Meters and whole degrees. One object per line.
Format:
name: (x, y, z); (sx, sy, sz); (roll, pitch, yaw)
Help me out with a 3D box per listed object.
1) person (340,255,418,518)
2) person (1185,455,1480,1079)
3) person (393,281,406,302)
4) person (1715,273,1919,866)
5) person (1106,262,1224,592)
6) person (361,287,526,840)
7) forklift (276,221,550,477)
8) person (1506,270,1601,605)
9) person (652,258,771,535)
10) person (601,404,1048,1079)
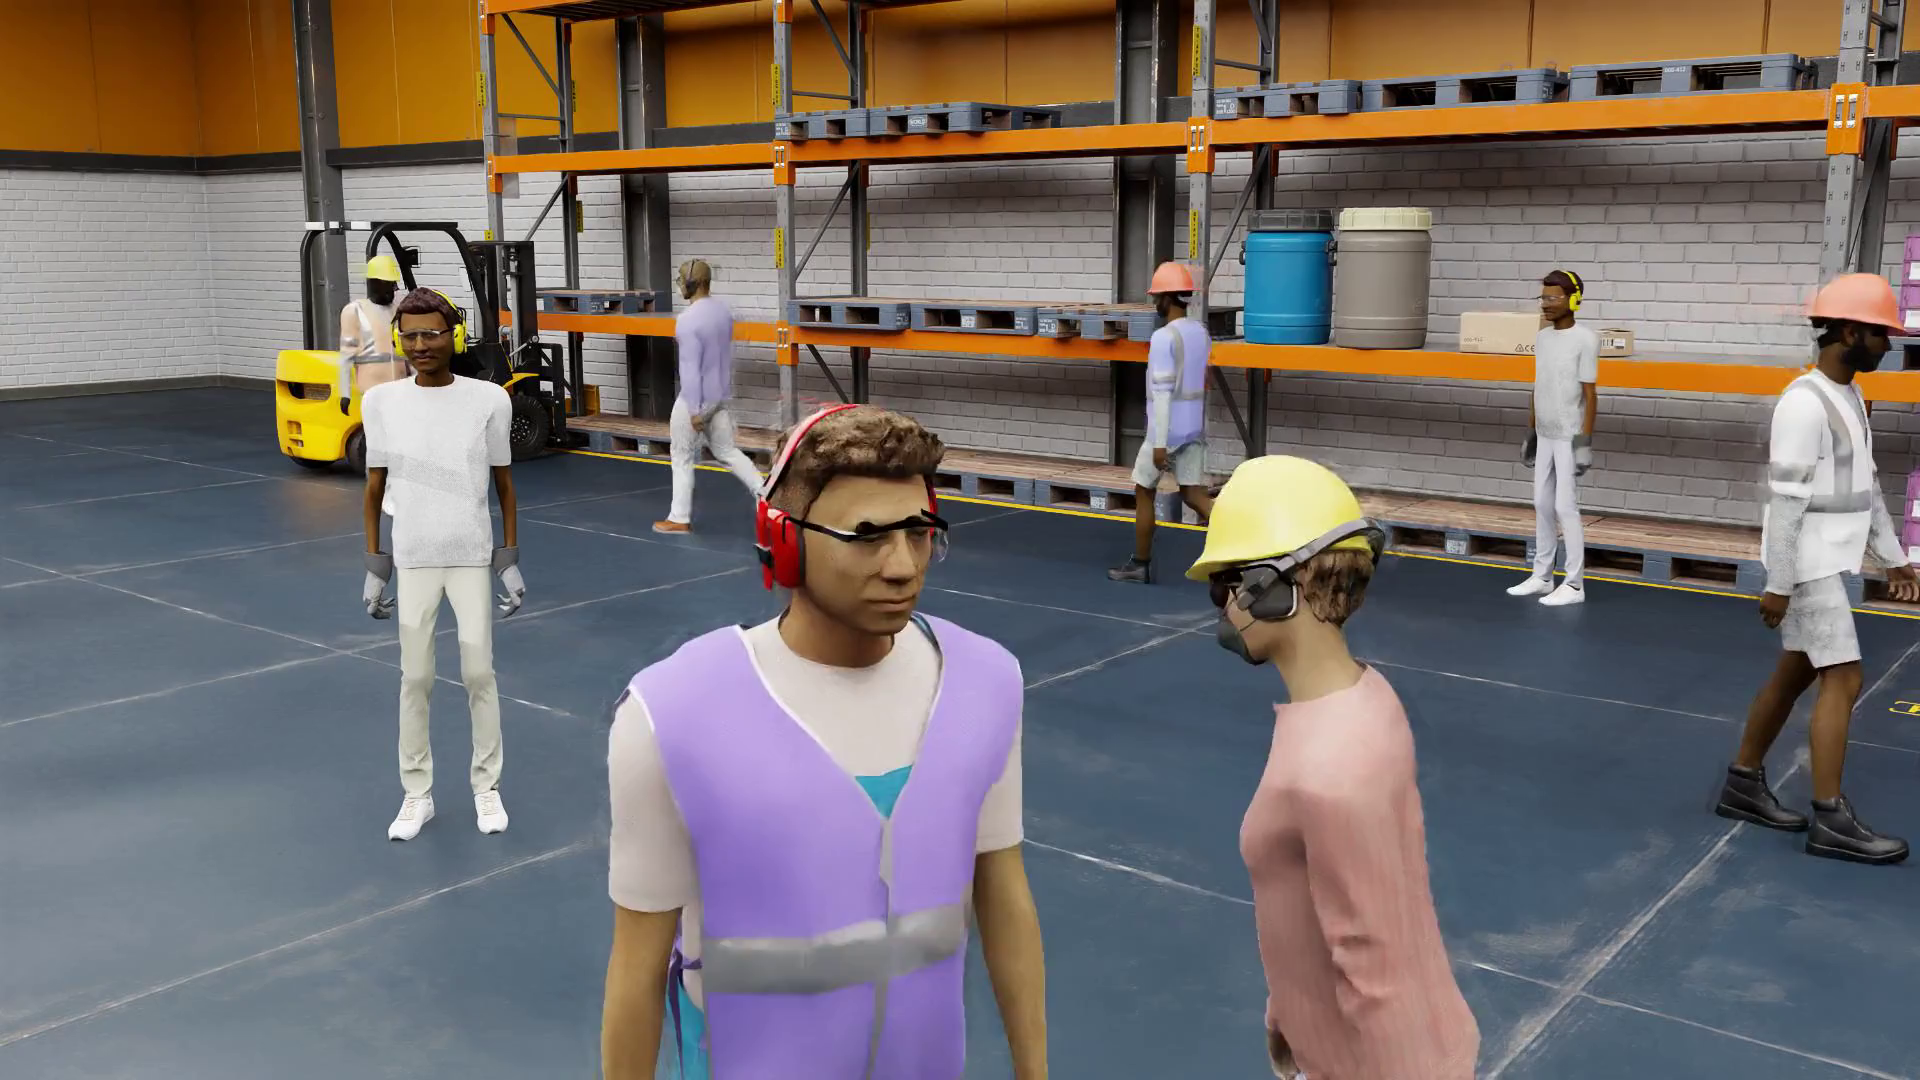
person: (-4.162, -1.117, 12.183); (0.695, 1.903, 0.624); (7, 12, 35)
person: (0.535, 0.750, 2.347); (0.758, 1.722, 0.541); (4, 11, 19)
person: (-6.121, -2.088, 17.967); (0.526, 1.765, 0.329); (2, 11, 13)
person: (2.905, 0.076, 5.556); (0.638, 1.904, 0.561); (8, 13, 37)
person: (1.295, -0.640, 9.572); (0.912, 1.907, 0.555); (8, 13, 39)
person: (-1.749, 0.086, 5.633); (0.533, 1.868, 0.310); (-2, 10, -12)
forklift: (-4.922, -1.741, 14.854); (1.214, 2.155, 2.313); (8, 13, 38)
person: (3.335, -0.566, 9.281); (0.321, 1.860, 0.512); (-3, 11, -17)
person: (-1.671, -0.960, 11.343); (0.898, 1.910, 0.631); (5, 11, 24)
person: (-0.129, 0.742, 2.090); (0.605, 1.826, 0.548); (-8, 13, -37)
